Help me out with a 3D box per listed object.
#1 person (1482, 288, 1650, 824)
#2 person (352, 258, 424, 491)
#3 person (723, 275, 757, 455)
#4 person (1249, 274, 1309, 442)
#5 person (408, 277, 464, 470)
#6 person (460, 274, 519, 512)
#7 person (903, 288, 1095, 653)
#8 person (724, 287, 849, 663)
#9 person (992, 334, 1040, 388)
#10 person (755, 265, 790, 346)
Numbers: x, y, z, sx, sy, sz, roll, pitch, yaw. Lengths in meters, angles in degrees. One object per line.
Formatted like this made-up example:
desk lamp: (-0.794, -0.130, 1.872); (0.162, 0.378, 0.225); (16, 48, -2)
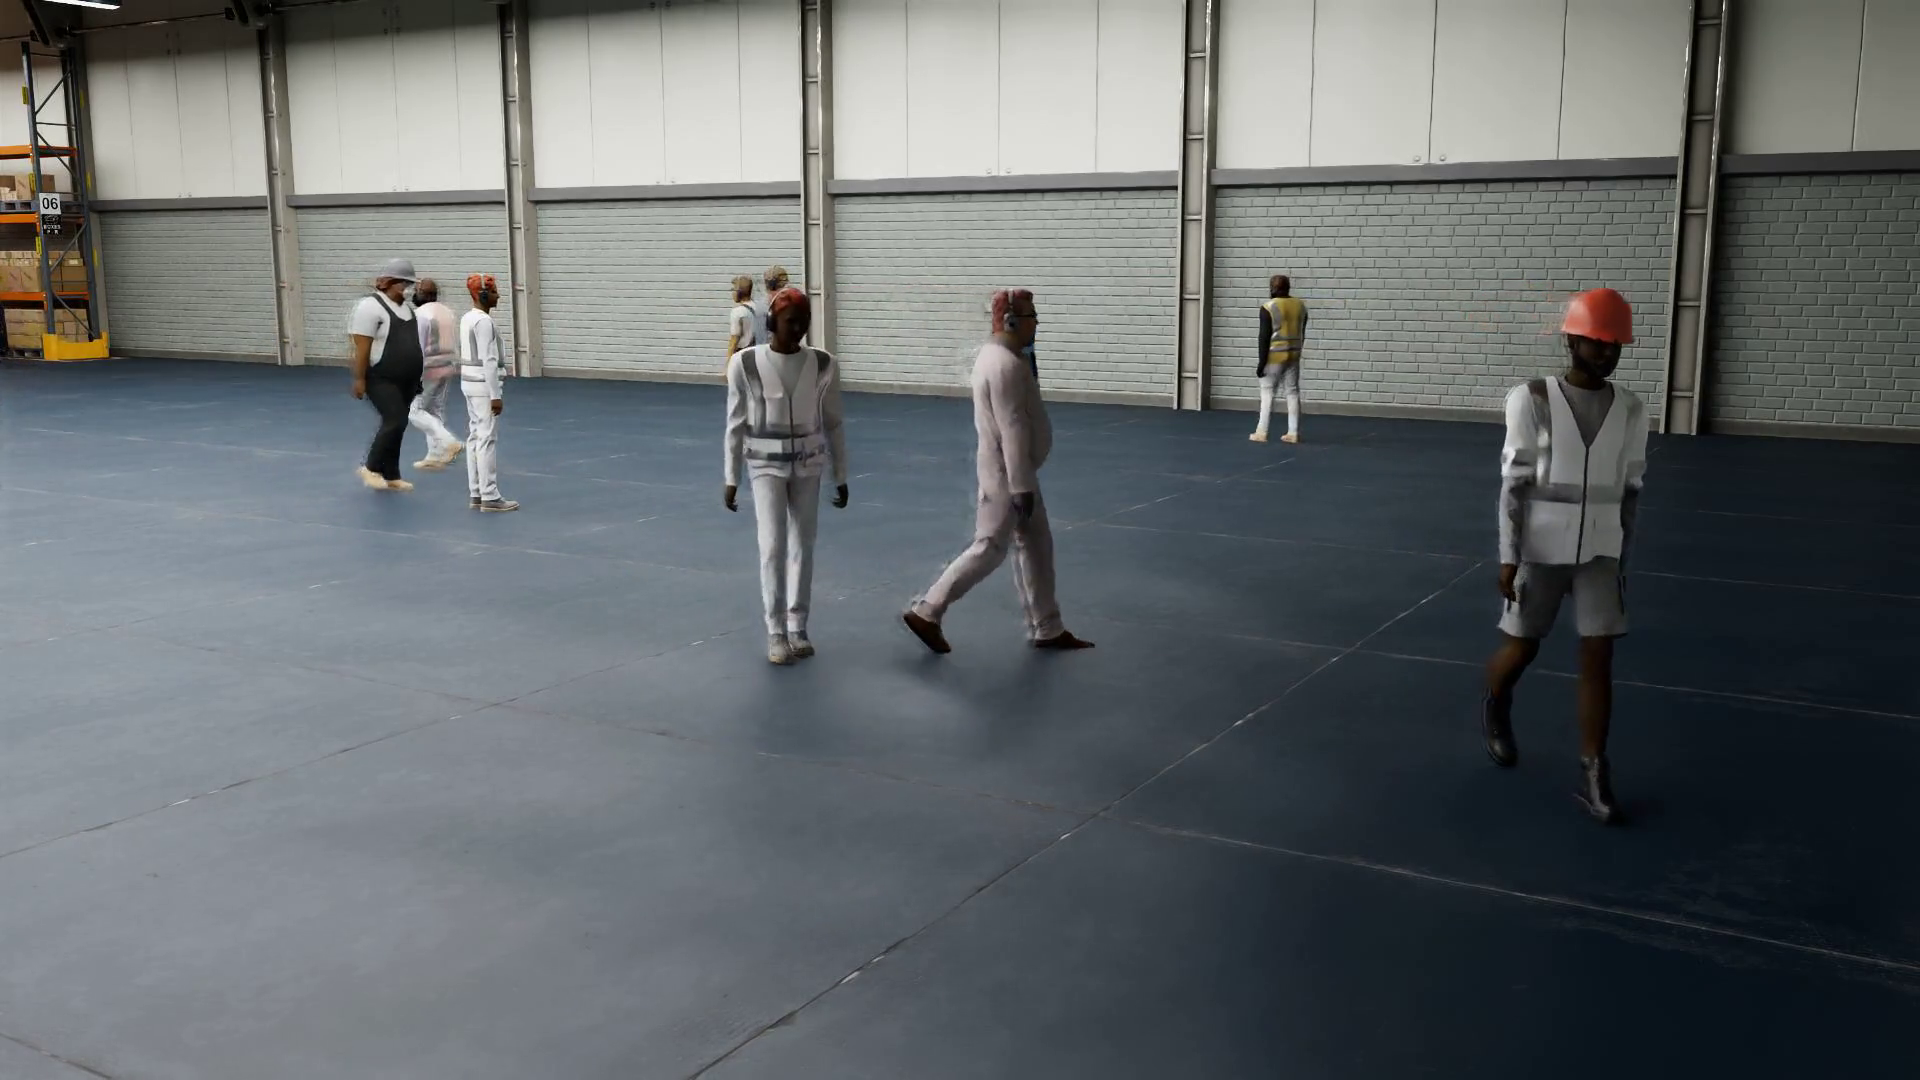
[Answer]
person: (2.255, 0.021, 6.197); (0.567, 1.913, 0.850); (0, 10, 2)
person: (-4.836, -1.408, 14.186); (0.544, 2.000, 0.709); (2, 10, 13)
person: (-2.193, -1.761, 16.868); (0.486, 1.824, 0.523); (4, 11, 24)
person: (3.477, -1.967, 18.082); (0.628, 1.843, 0.432); (-5, 11, -26)
person: (-4.960, -1.550, 15.639); (0.491, 1.823, 0.643); (2, 10, 10)
person: (-3.779, -1.167, 13.234); (0.355, 1.883, 0.572); (-6, 11, -31)
person: (0.192, -0.335, 8.425); (0.934, 1.879, 0.643); (0, 10, 1)
person: (-0.840, -0.311, 8.258); (0.623, 1.865, 0.589); (-4, 10, -21)
person: (0.618, -1.584, 16.251); (0.683, 1.671, 0.552); (8, 13, 41)
person: (-1.777, -1.643, 15.855); (0.352, 1.937, 0.635); (0, 10, -1)
